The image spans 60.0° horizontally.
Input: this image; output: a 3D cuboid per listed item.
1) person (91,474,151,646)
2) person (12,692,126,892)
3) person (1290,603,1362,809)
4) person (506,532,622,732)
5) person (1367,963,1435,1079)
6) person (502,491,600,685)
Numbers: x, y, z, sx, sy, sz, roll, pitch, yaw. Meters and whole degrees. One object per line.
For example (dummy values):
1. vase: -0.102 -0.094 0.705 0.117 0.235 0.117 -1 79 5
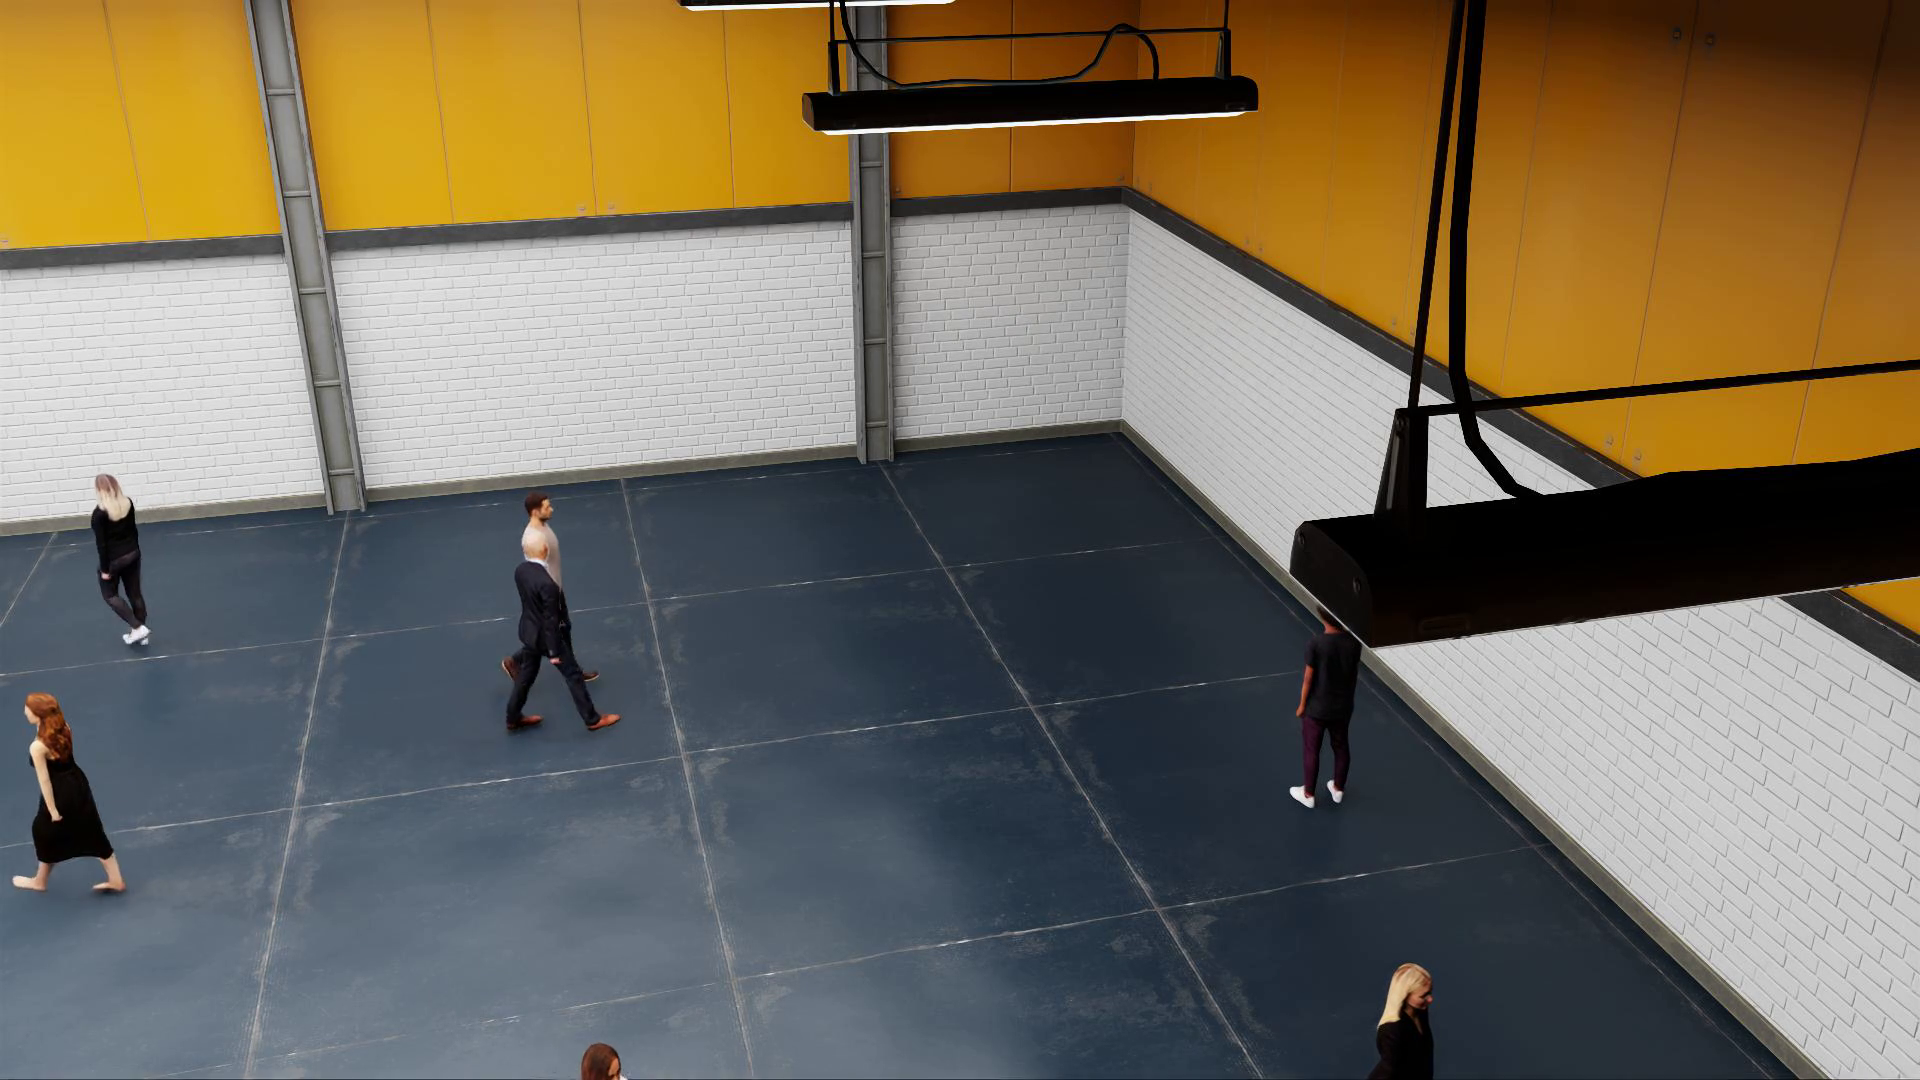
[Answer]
1. person: -7.547 0.210 15.097 0.783 1.678 0.742 9 25 19
2. person: -6.144 1.793 11.580 1.077 1.592 0.832 3 24 8
3. person: 2.805 1.210 12.681 0.486 1.780 0.686 -7 25 -15
4. person: -3.513 0.811 13.637 1.176 1.745 1.032 -18 29 -35
5. person: 2.238 2.953 8.617 0.754 1.841 0.693 13 27 27
6. person: -3.630 0.465 14.303 1.086 1.845 0.802 -3 24 -7
